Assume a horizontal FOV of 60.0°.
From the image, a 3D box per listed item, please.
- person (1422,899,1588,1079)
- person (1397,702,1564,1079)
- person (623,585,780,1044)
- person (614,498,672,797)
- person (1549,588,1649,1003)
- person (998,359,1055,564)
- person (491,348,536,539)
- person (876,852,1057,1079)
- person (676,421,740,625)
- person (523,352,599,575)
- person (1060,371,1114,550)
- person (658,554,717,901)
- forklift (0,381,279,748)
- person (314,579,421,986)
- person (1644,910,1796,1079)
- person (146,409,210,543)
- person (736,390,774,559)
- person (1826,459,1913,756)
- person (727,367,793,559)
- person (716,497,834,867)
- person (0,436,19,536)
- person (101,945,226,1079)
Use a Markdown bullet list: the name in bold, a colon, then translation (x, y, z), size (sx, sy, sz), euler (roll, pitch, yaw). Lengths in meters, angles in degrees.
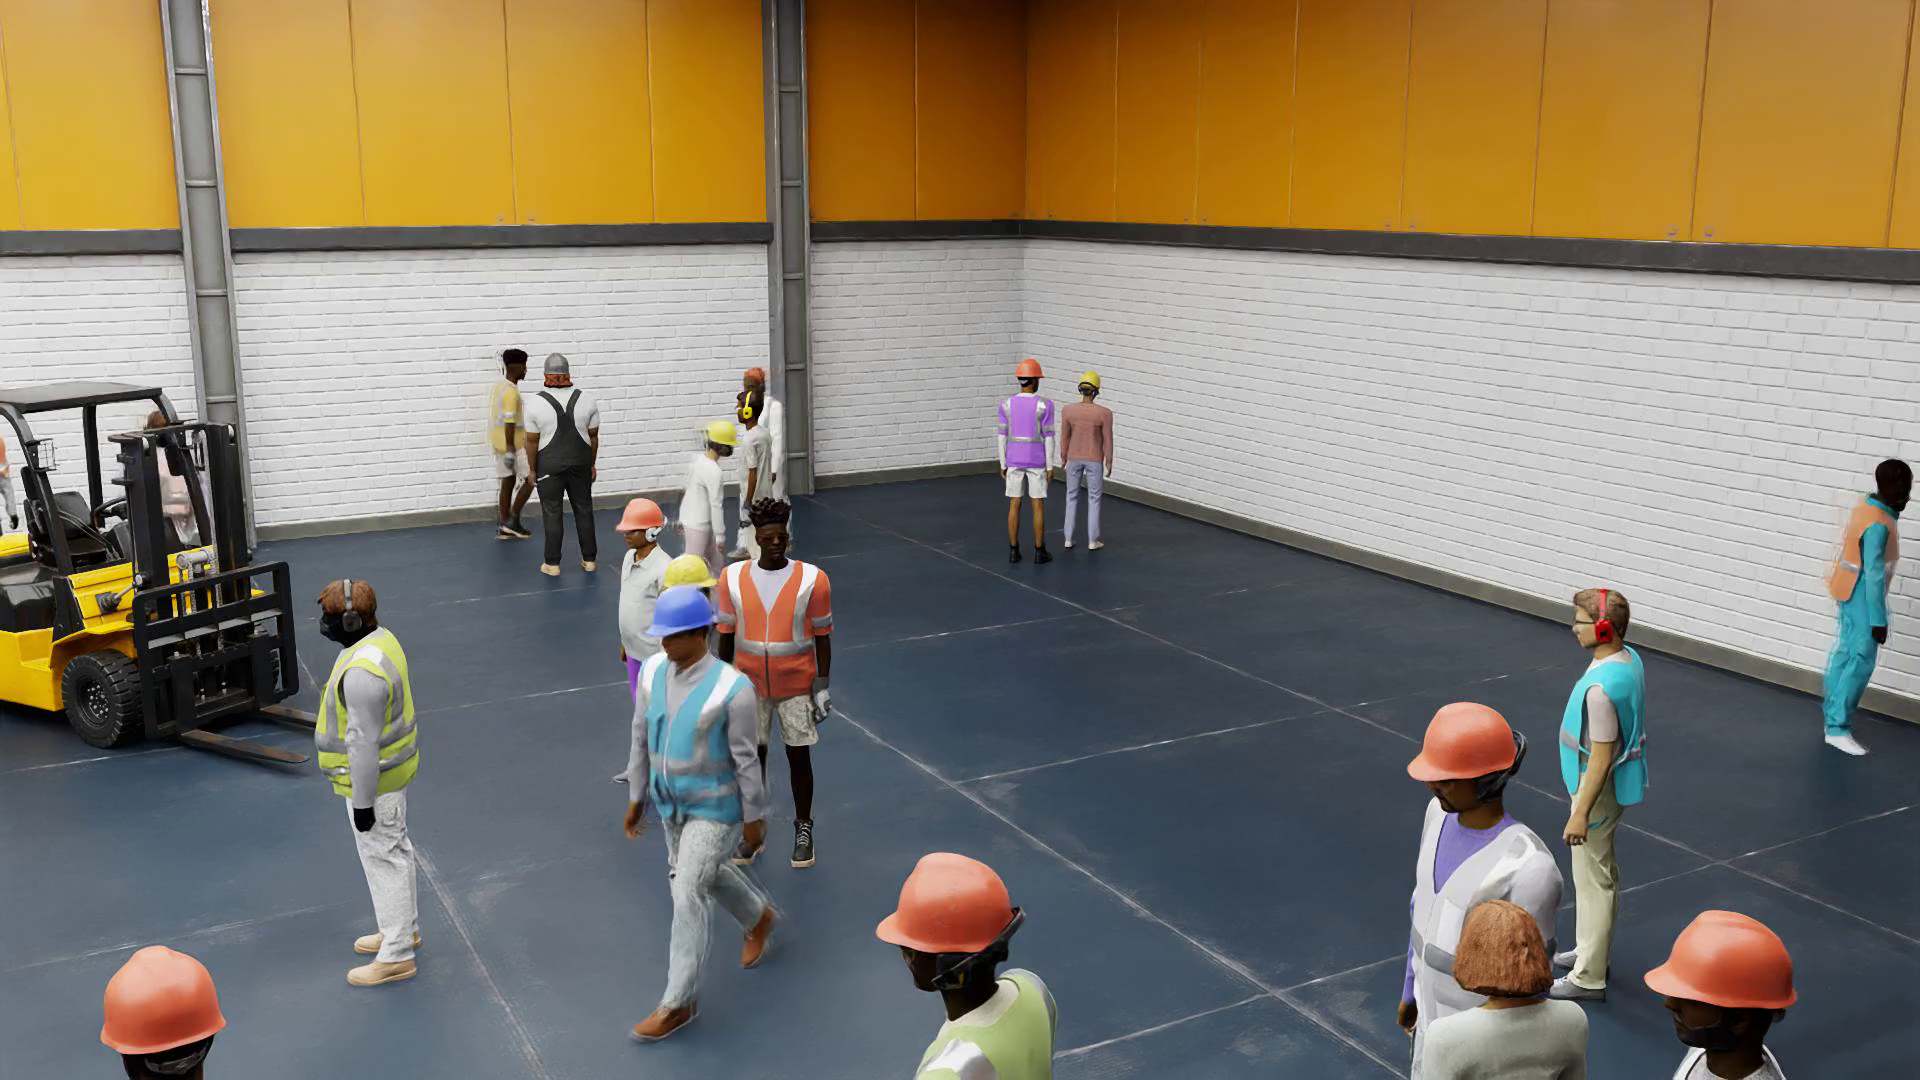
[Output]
- **person**: translation (1.474, 1.782, 4.598), size (0.502, 1.628, 0.288), euler (-3, 12, -15)
- **person**: translation (1.523, 1.470, 5.088), size (0.392, 2.035, 0.605), euler (-4, 13, -16)
- **person**: translation (-1.091, 1.095, 7.165), size (0.600, 1.916, 0.971), euler (9, 15, 35)
- **person**: translation (-1.837, 0.615, 9.748), size (0.321, 1.754, 0.563), euler (-10, 16, -39)
- **person**: translation (2.778, 1.108, 7.238), size (0.389, 1.842, 0.566), euler (6, 14, 27)
- **person**: translation (0.632, -0.736, 15.663), size (0.547, 1.934, 0.376), euler (4, 13, 17)
- **person**: translation (-4.472, -0.961, 16.707), size (0.474, 1.941, 0.605), euler (-6, 14, -28)
- **person**: translation (0.015, 1.709, 3.973), size (0.412, 2.036, 0.607), euler (5, 13, 24)
- **person**: translation (-2.008, -0.098, 13.201), size (0.790, 1.698, 0.549), euler (-4, 13, -19)
- **person**: translation (-3.665, -0.703, 15.257), size (0.681, 2.000, 0.536), euler (-6, 14, -27)
- **person**: translation (1.242, -0.772, 16.262), size (0.531, 1.755, 0.339), euler (4, 13, 16)
- **person**: translation (-1.340, 0.925, 8.331), size (0.296, 1.744, 0.485), euler (-1, 12, -4)
- **forklift**: translation (-5.853, 0.085, 11.199), size (2.313, 2.155, 1.214), euler (7, 14, 28)
- **person**: translation (-2.649, 1.067, 7.463), size (0.431, 1.835, 0.623), euler (-3, 12, -14)
- **person**: translation (1.717, 1.778, 3.870), size (0.359, 1.938, 0.545), euler (1, 12, 7)
- **person**: translation (-6.355, -0.174, 13.394), size (1.007, 1.793, 0.623), euler (5, 13, 21)
- **person**: translation (-1.722, -0.310, 13.817), size (0.328, 1.872, 0.515), euler (1, 12, 7)
- **person**: translation (5.705, 0.389, 10.541), size (0.387, 1.879, 0.738), euler (5, 13, 23)
- **person**: translation (-1.907, -0.723, 15.799), size (0.584, 1.841, 0.873), euler (8, 14, 33)
- **person**: translation (-0.968, 0.740, 8.662), size (0.613, 1.965, 0.361), euler (1, 12, 5)
- **person**: translation (-7.939, -0.240, 13.393), size (0.632, 1.897, 0.421), euler (-8, 14, -33)
- **person**: translation (-1.685, 1.823, 3.687), size (0.387, 1.931, 0.545), euler (11, 16, 42)
